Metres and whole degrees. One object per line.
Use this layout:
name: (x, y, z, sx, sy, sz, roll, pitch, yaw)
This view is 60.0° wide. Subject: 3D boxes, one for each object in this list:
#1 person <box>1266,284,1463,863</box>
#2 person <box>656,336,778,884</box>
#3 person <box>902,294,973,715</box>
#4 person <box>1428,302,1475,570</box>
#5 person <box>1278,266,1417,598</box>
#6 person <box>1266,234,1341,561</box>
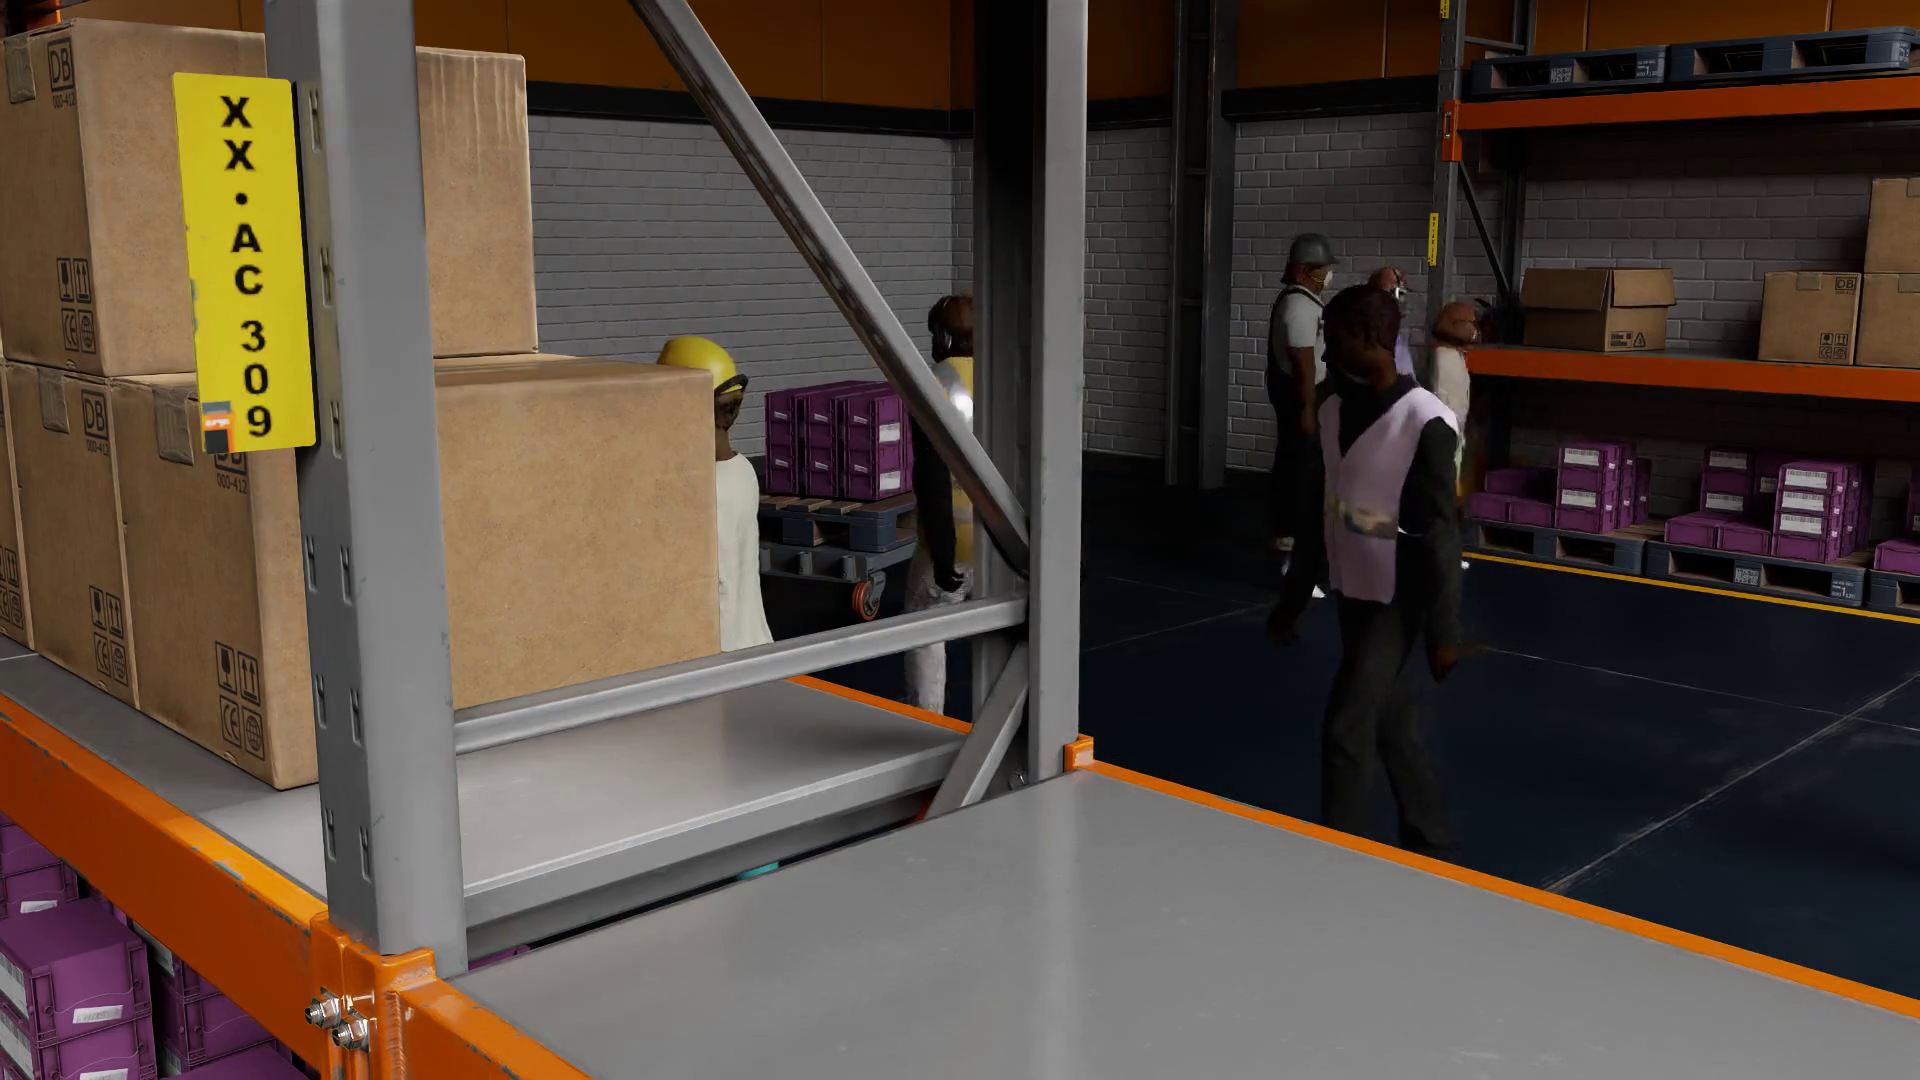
person: (1.125, 0.202, 4.897, 0.865, 1.869, 0.588, -3, 11, -14)
person: (-0.656, 0.347, 4.406, 0.326, 1.765, 0.530, 0, 10, 0)
person: (0.009, 0.007, 6.157, 0.653, 1.802, 0.760, -10, 14, -42)
person: (2.900, -0.590, 9.897, 0.288, 1.631, 0.532, 6, 12, 30)
person: (2.279, -0.586, 9.261, 0.993, 1.855, 0.716, 3, 11, 15)
person: (2.188, -0.900, 10.451, 0.565, 2.000, 0.690, 1, 10, 3)
